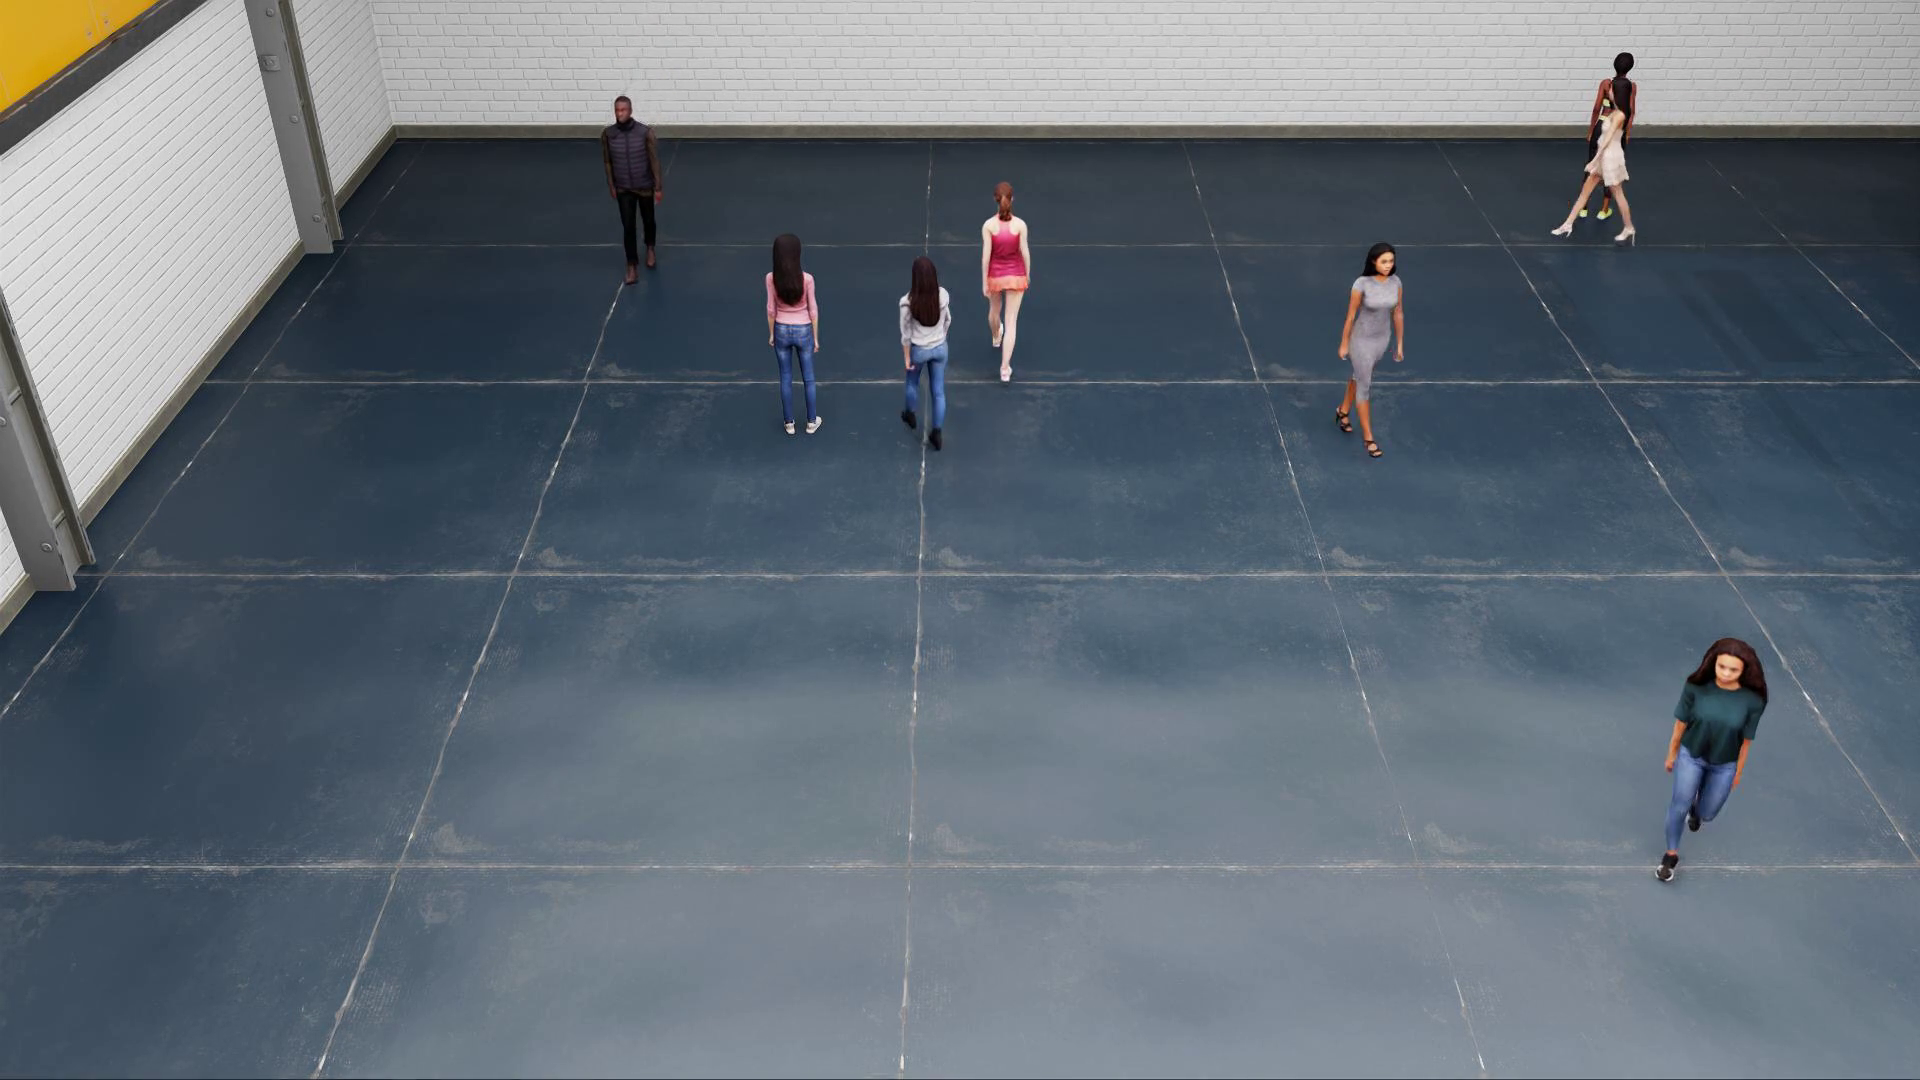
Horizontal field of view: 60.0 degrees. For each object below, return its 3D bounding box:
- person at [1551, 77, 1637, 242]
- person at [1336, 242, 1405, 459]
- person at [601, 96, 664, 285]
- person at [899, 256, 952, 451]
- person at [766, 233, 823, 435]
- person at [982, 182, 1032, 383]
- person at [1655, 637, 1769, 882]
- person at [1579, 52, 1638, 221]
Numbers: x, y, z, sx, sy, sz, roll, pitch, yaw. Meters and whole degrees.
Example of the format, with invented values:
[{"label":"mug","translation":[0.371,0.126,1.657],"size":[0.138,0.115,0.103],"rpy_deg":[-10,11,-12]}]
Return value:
[{"label":"person","translation":[6.650,-3.759,16.799],"size":[0.814,1.674,1.050],"rpy_deg":[9,35,13]},{"label":"person","translation":[3.264,-1.605,13.491],"size":[0.826,1.748,1.120],"rpy_deg":[-10,35,-14]},{"label":"person","translation":[-3.140,-3.448,16.226],"size":[0.728,1.790,1.131],"rpy_deg":[-1,34,-1]},{"label":"person","translation":[-0.228,-1.474,13.423],"size":[0.768,1.604,0.928],"rpy_deg":[-10,35,-14]},{"label":"person","translation":[-1.367,-1.684,13.616],"size":[0.564,1.741,0.502],"rpy_deg":[2,34,2]},{"label":"person","translation":[0.394,-2.213,14.438],"size":[0.681,1.713,1.129],"rpy_deg":[5,34,7]},{"label":"person","translation":[4.231,1.200,9.404],"size":[0.810,1.602,0.936],"rpy_deg":[17,37,24]},{"label":"person","translation":[6.805,-4.236,17.444],"size":[0.632,1.754,0.632],"rpy_deg":[14,36,20]}]
